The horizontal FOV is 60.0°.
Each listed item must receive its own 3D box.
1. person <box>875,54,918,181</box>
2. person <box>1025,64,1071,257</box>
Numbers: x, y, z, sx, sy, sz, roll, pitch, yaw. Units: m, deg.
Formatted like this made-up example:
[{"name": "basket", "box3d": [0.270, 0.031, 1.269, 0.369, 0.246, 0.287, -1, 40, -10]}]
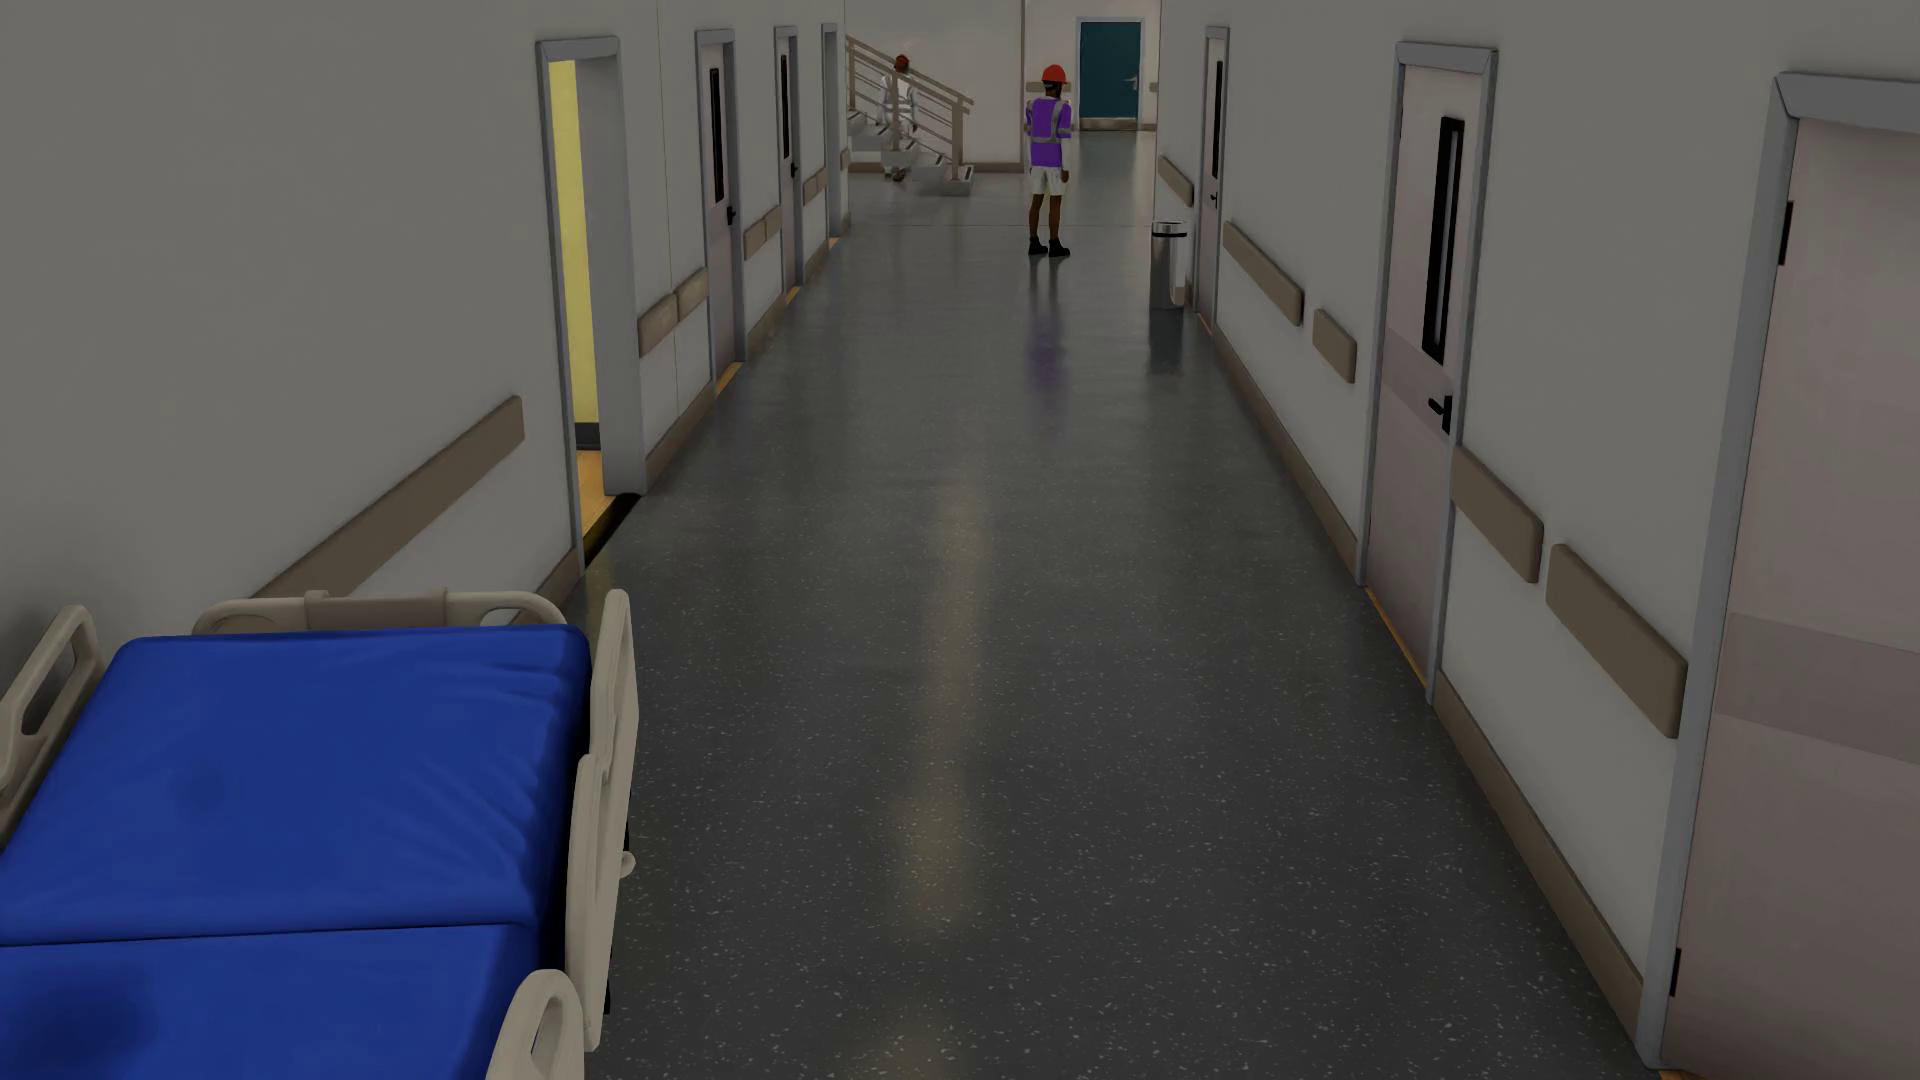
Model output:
[{"name": "person", "box3d": [-0.937, -6.285, 24.785, 0.651, 1.842, 0.912, -3, 18, -10]}, {"name": "person", "box3d": [0.930, -3.891, 17.113, 0.540, 1.929, 0.385, 14, 22, 37]}]
